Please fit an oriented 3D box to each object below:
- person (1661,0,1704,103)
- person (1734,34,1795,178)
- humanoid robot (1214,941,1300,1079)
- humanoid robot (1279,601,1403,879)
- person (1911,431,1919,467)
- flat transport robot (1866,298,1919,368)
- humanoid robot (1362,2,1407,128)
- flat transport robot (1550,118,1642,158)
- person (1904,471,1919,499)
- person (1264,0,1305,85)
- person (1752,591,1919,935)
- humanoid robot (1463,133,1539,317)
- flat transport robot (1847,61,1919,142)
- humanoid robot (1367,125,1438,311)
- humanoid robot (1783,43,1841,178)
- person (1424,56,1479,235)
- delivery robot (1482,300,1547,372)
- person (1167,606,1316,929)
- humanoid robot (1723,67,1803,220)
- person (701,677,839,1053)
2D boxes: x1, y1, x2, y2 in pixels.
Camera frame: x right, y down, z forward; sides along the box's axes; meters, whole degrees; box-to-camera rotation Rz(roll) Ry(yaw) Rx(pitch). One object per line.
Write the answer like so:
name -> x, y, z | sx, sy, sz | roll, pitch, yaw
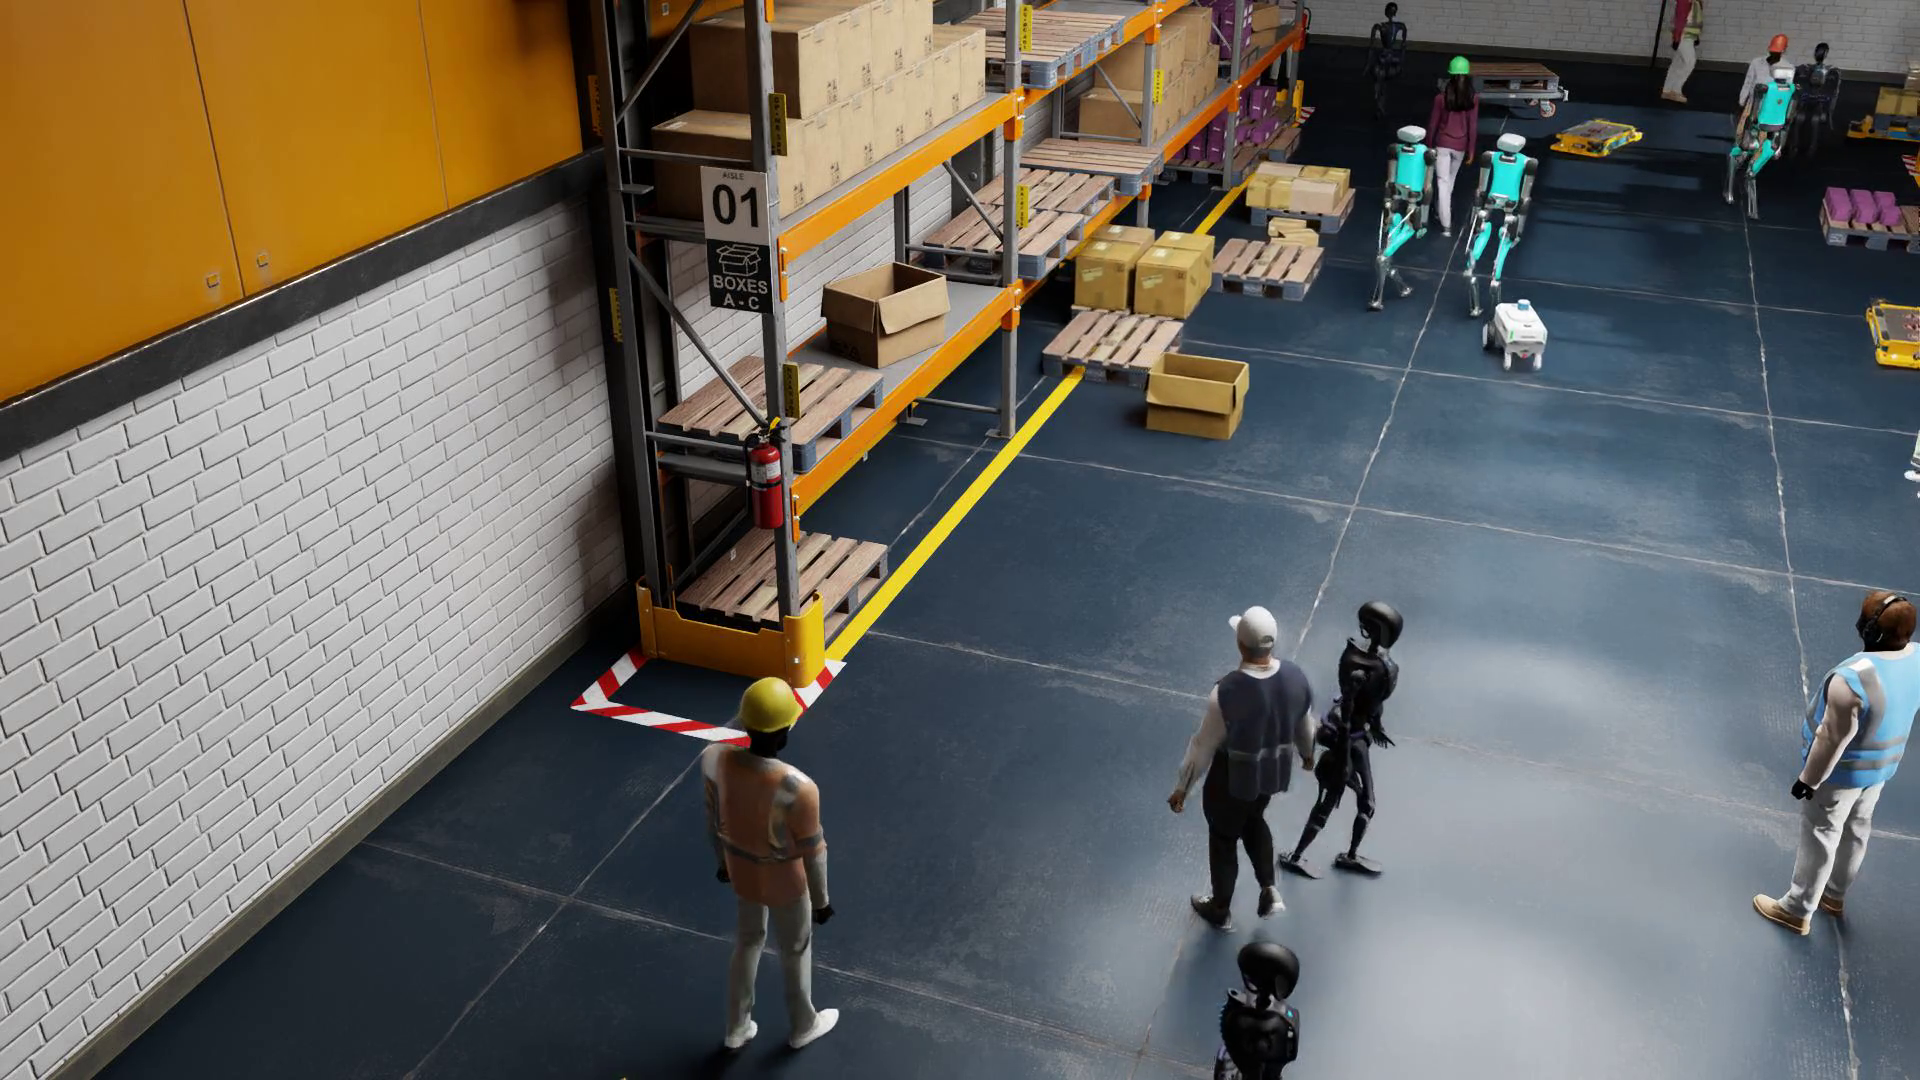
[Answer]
person -> 10.625, -7.309, 24.233 | 0.574, 1.819, 0.651 | 19, 33, 32
person -> 9.909, -5.367, 20.557 | 0.589, 1.728, 0.377 | 22, 34, 35
humanoid robot -> 1.098, 2.107, 6.153 | 0.594, 1.636, 0.589 | 6, 28, 11
humanoid robot -> 1.926, 1.001, 8.282 | 0.554, 1.642, 0.600 | 15, 31, 27
person -> 7.741, -1.373, 12.792 | 0.572, 1.748, 0.341 | -23, 35, -37
flat transport robot -> 8.841, -1.898, 15.431 | 0.659, 0.231, 1.431 | 10, 29, 19
humanoid robot -> 5.915, -6.579, 22.998 | 0.605, 1.633, 0.673 | -6, 28, -11
flat transport robot -> 8.471, -5.341, 22.111 | 0.659, 0.231, 1.431 | 22, 35, 36
person -> 7.369, -1.039, 12.302 | 0.313, 1.610, 0.552 | 4, 28, 9
person -> 4.928, -7.926, 25.309 | 0.629, 1.937, 0.373 | -8, 28, -15
person -> 4.235, 1.066, 7.968 | 0.623, 1.844, 0.429 | -14, 30, -25
humanoid robot -> 5.057, -2.899, 15.810 | 0.549, 1.830, 0.704 | 16, 31, 28
flat transport robot -> 12.798, -5.515, 22.448 | 1.431, 0.231, 0.659 | 13, 30, 24
humanoid robot -> 4.189, -3.095, 16.188 | 0.992, 1.766, 0.571 | -22, 35, -36
humanoid robot -> 10.498, -5.296, 20.501 | 0.589, 1.641, 0.386 | 12, 30, 23
person -> 5.447, -4.425, 18.557 | 0.511, 1.888, 1.020 | 1, 27, 1
delivery robot -> 5.074, -1.888, 15.113 | 0.499, 0.607, 0.790 | 2, 27, 5
person -> 1.369, 1.119, 7.971 | 0.840, 1.742, 0.500 | -13, 30, -23
humanoid robot -> 9.134, -4.598, 19.123 | 0.537, 1.760, 1.029 | -1, 27, -1
person -> -0.816, 1.436, 7.178 | 0.598, 1.932, 0.481 | 14, 30, 24
